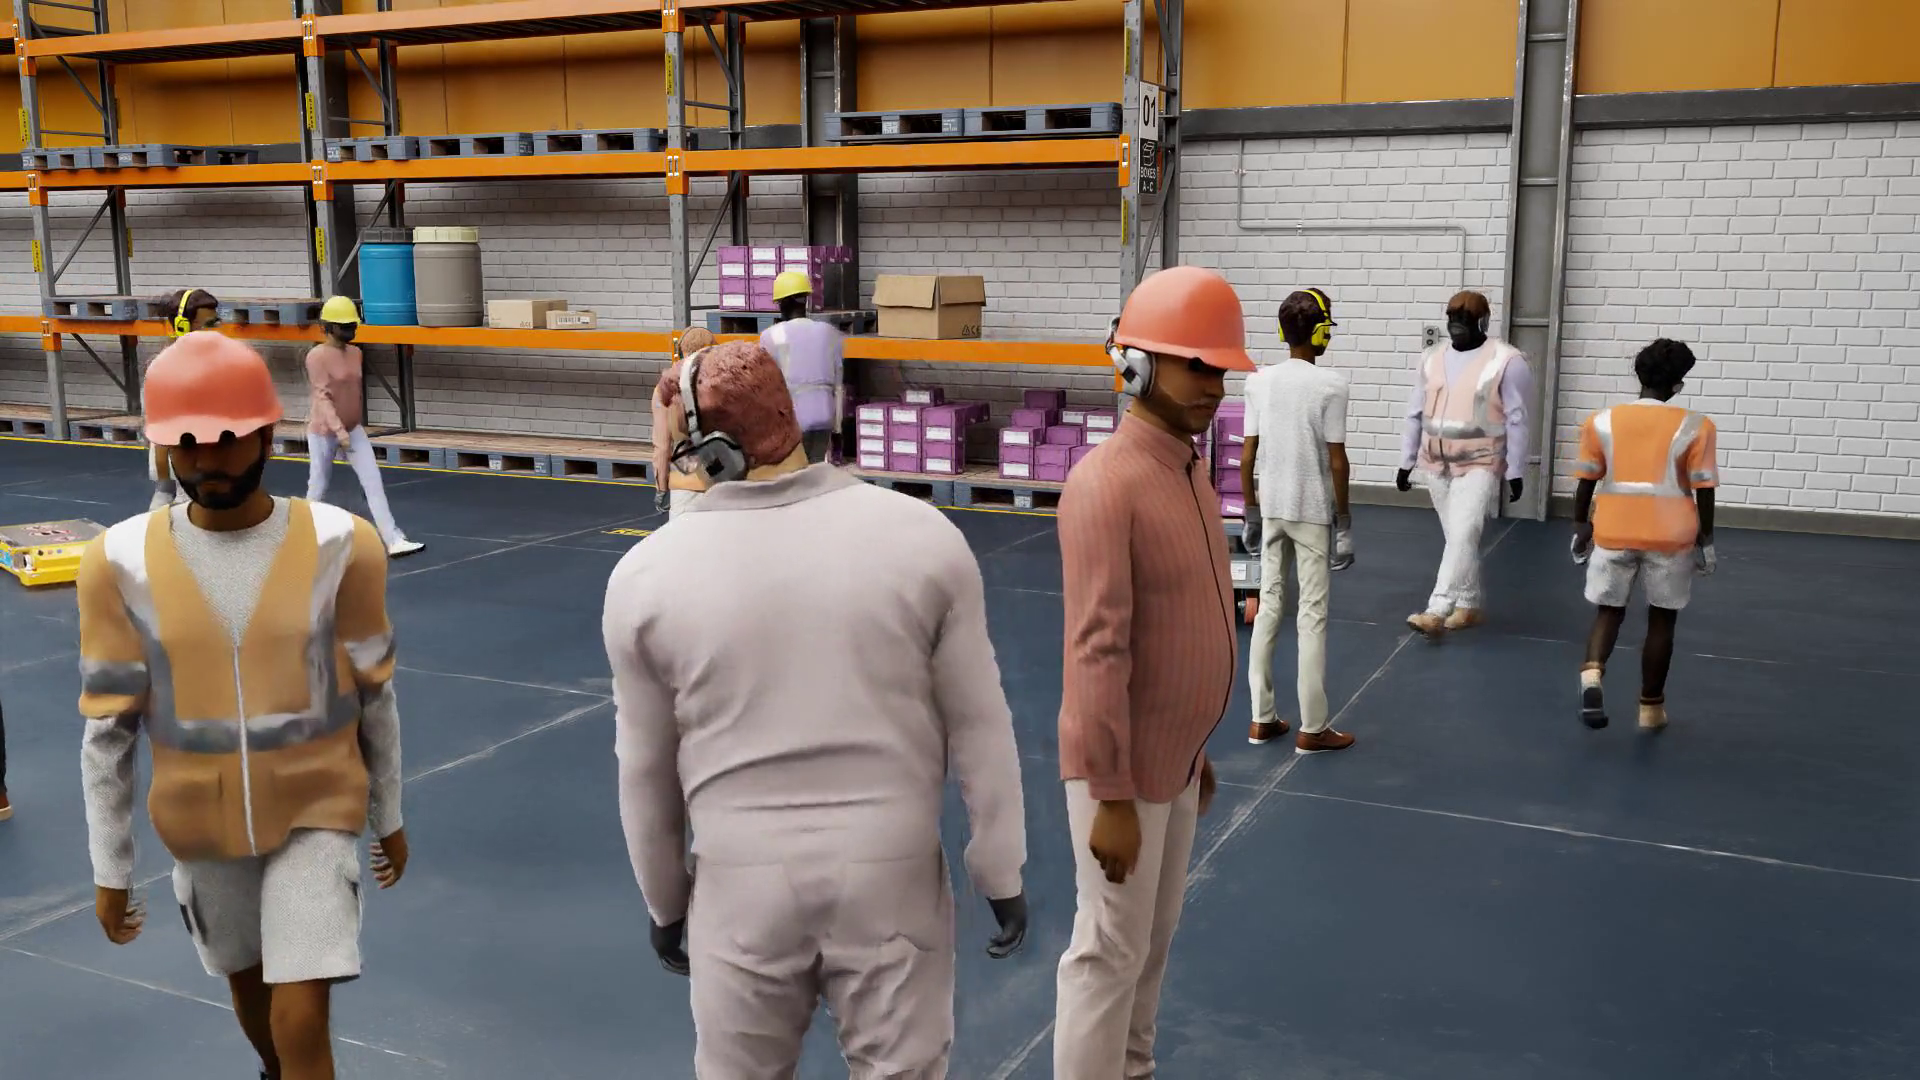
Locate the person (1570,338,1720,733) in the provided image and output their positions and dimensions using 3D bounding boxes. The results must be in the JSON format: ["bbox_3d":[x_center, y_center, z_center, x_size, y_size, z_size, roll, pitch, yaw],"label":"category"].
[{"bbox_3d":[2.777,0.008,6.826,0.566,1.663,0.582,7,12,35],"label":"person"}]

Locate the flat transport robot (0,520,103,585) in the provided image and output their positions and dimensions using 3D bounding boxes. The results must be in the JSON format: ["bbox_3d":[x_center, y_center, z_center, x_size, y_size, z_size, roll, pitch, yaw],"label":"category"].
[{"bbox_3d":[-5.730,0.056,10.546,0.652,0.197,1.431,-9,13,-41],"label":"flat transport robot"}]

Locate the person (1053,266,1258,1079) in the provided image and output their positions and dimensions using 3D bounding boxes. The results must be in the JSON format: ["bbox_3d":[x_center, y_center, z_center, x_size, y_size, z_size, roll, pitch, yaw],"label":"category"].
[{"bbox_3d":[0.397,0.448,3.399,0.392,1.988,0.609,4,11,24],"label":"person"}]

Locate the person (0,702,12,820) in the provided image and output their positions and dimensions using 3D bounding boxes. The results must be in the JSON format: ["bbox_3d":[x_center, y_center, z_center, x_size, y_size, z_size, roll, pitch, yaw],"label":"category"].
[{"bbox_3d":[-3.538,0.057,5.623,0.400,1.989,0.623,-1,10,-6],"label":"person"}]

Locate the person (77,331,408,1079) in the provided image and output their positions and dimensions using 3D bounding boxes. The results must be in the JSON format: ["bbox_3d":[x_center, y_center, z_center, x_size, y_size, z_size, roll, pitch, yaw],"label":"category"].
[{"bbox_3d":[-1.396,0.525,3.297,0.561,1.889,0.957,-3,10,-15],"label":"person"}]

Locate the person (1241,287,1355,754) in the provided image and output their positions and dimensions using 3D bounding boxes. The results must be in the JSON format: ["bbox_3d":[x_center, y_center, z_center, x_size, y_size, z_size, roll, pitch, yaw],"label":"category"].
[{"bbox_3d":[1.368,-0.075,6.728,0.331,1.874,0.519,-9,14,-43],"label":"person"}]

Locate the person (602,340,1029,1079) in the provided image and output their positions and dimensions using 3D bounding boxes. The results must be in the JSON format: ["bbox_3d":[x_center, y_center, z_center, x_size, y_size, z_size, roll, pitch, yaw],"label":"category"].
[{"bbox_3d":[-0.198,0.592,2.929,0.782,1.875,0.398,-1,10,-4],"label":"person"}]

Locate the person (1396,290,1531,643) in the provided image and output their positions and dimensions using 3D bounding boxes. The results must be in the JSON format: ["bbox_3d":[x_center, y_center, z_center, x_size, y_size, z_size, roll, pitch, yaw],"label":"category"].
[{"bbox_3d":[2.526,-0.374,8.627,0.900,1.802,0.655,-8,13,-39],"label":"person"}]

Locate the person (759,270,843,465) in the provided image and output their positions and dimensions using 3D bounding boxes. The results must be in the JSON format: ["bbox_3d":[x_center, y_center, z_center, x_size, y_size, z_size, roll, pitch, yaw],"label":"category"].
[{"bbox_3d":[-0.968,-0.747,10.494,0.598,1.900,0.642,-6,12,-33],"label":"person"}]

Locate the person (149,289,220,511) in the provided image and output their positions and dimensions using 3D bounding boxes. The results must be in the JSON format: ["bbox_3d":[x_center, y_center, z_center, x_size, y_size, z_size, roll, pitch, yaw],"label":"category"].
[{"bbox_3d":[-3.793,-0.278,7.974,0.619,1.845,0.559,-2,10,-11],"label":"person"}]

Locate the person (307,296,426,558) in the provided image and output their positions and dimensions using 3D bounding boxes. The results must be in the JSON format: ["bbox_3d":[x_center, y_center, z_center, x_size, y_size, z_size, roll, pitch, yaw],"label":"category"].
[{"bbox_3d":[-3.899,-0.687,10.654,0.898,1.722,0.523,4,11,22],"label":"person"}]

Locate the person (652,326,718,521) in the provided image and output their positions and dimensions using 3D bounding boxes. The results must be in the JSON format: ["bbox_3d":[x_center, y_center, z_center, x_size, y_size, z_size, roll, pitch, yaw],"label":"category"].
[{"bbox_3d":[-1.307,-0.262,8.457,0.517,1.641,0.308,-5,11,-26],"label":"person"}]
